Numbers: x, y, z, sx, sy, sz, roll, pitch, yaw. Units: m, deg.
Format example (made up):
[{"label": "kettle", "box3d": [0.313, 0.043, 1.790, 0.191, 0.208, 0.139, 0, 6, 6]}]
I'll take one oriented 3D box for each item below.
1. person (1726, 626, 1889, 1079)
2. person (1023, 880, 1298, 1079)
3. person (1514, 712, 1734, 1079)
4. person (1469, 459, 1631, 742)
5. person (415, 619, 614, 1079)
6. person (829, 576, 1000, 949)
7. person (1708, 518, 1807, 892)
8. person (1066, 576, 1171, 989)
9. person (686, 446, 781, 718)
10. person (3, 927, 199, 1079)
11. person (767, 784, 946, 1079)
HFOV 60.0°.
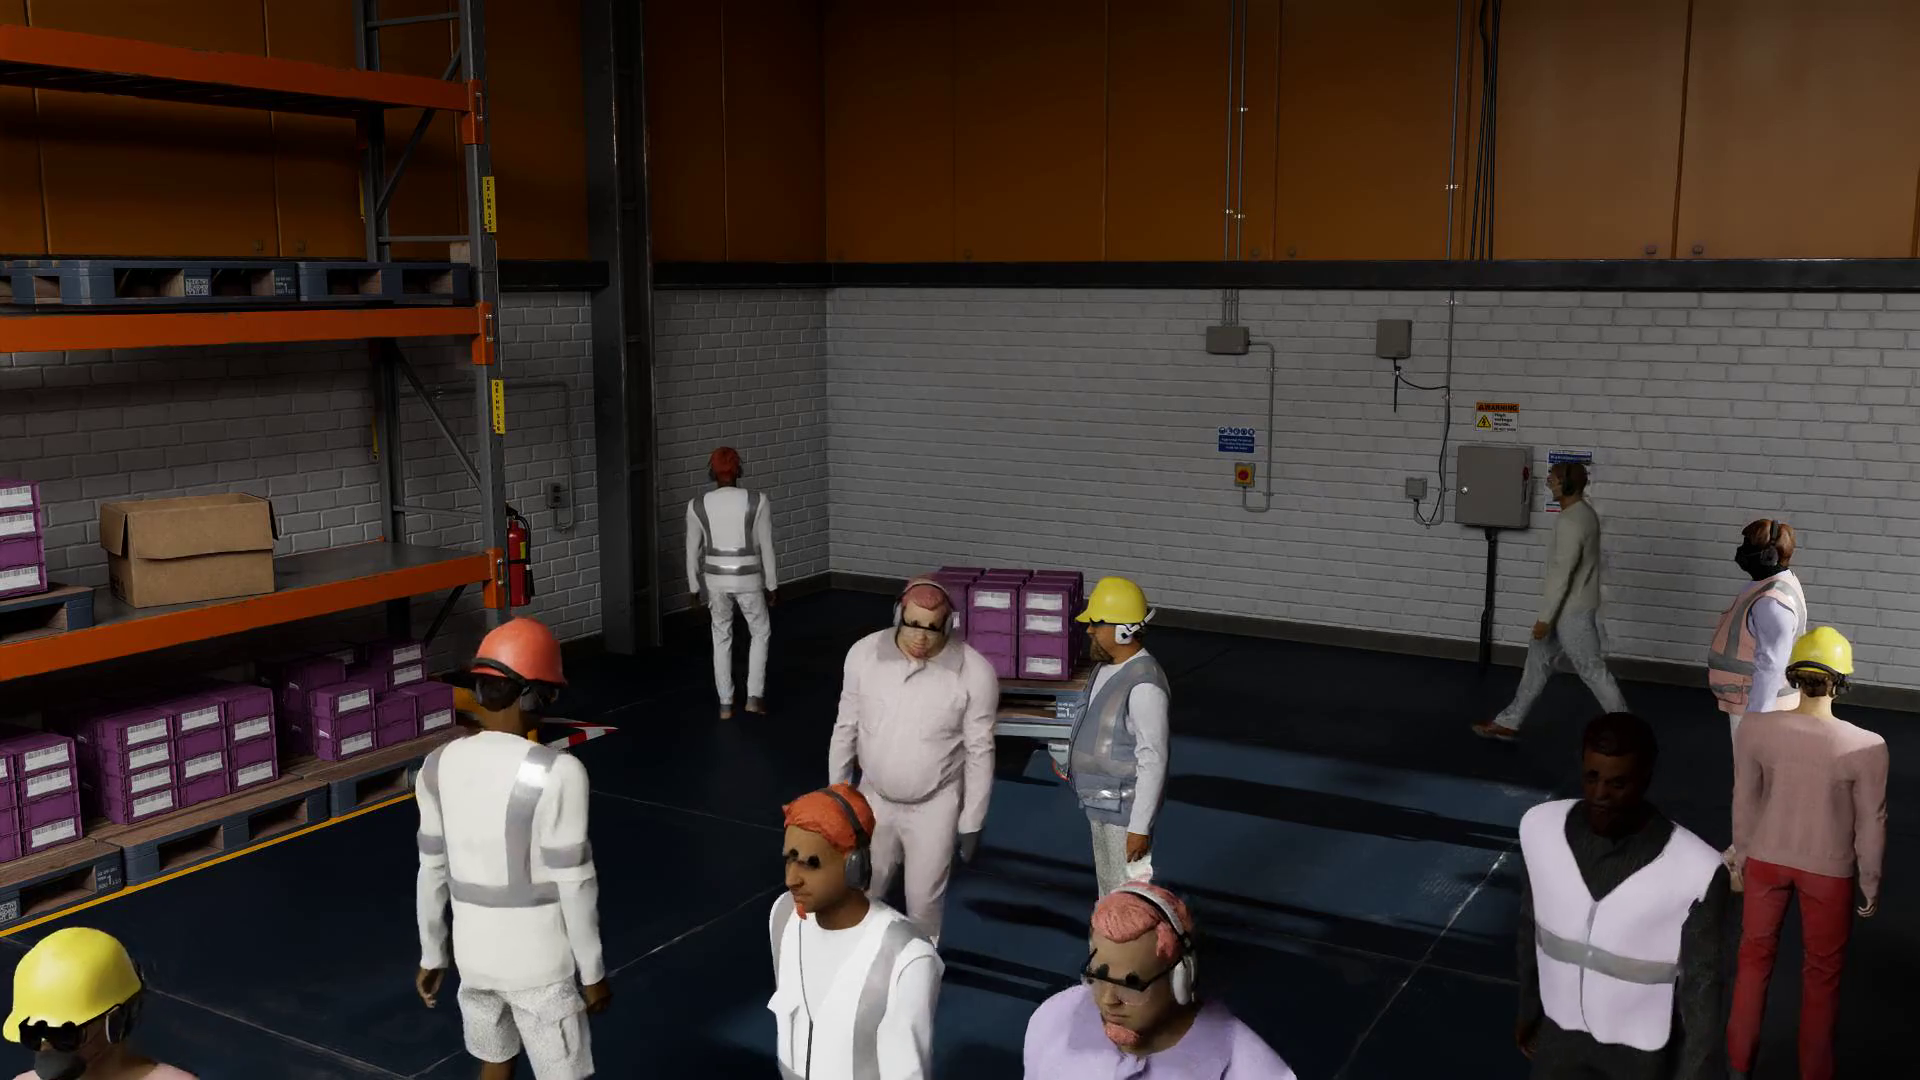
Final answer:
[{"label": "person", "box3d": [3.089, 1.188, 6.083, 0.527, 1.761, 0.347, 8, 12, 42]}, {"label": "person", "box3d": [0.422, 1.564, 3.447, 0.658, 1.866, 0.944, 7, 12, 39]}, {"label": "person", "box3d": [1.751, 1.382, 4.559, 0.611, 1.855, 1.004, 8, 12, 42]}, {"label": "person", "box3d": [3.835, 0.426, 10.479, 1.062, 1.884, 0.646, 4, 10, 23]}, {"label": "person", "box3d": [-1.300, 1.259, 4.898, 0.851, 2.007, 0.614, 5, 11, 30]}, {"label": "person", "box3d": [-0.212, 1.049, 6.587, 0.731, 1.873, 0.422, 2, 9, 15]}, {"label": "person", "box3d": [3.905, 0.807, 8.196, 0.429, 1.847, 0.627, 4, 10, 23]}, {"label": "person", "box3d": [0.634, 1.050, 6.714, 0.404, 1.830, 0.602, -2, 9, -11]}, {"label": "person", "box3d": [-1.534, 0.296, 11.270, 0.641, 1.874, 0.423, 0, 9, 2]}, {"label": "person", "box3d": [-1.702, 1.614, 3.413, 0.548, 1.751, 0.412, 2, 9, 14]}, {"label": "person", "box3d": [-0.299, 1.489, 3.903, 0.591, 1.854, 0.782, 8, 12, 40]}]
